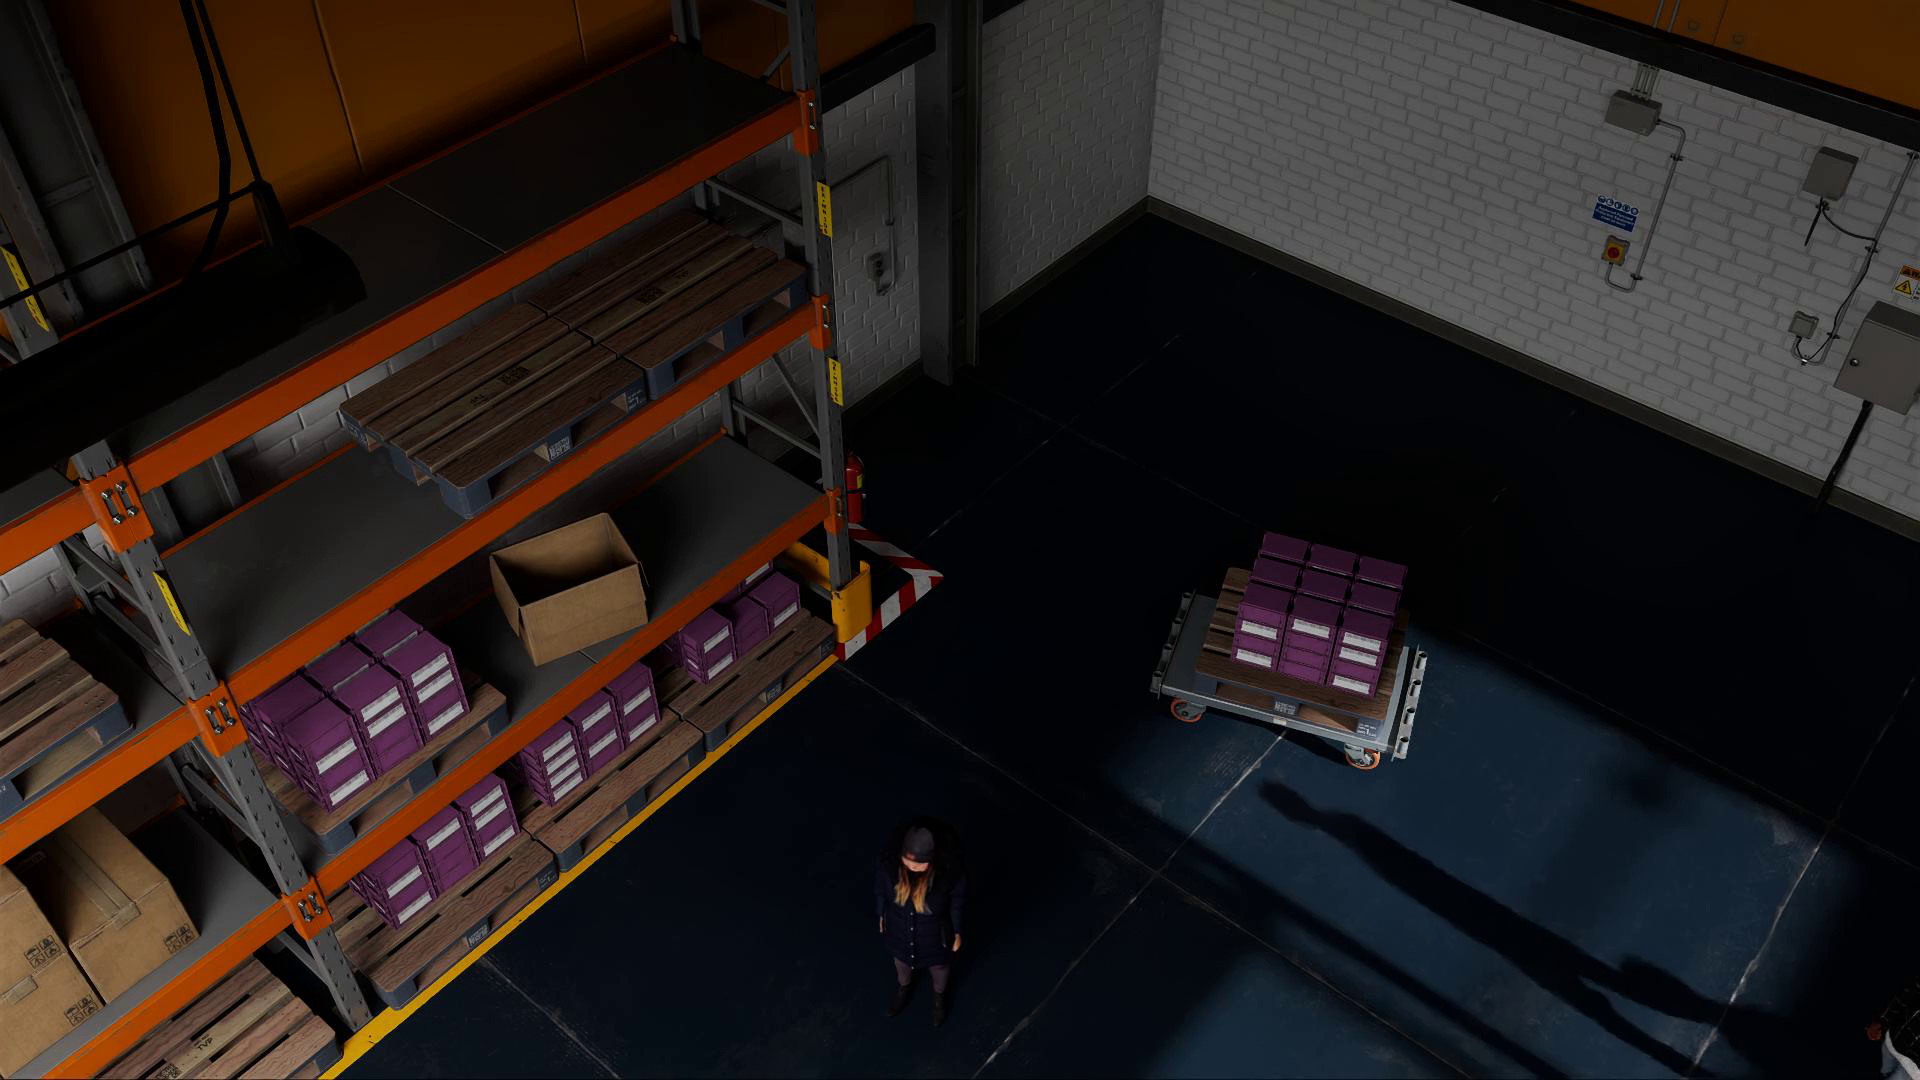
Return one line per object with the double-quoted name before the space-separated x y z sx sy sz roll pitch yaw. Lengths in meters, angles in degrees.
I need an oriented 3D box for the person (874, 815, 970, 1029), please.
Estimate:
"person" -0.204 2.014 8.864 0.770 1.673 0.780 10 45 11
